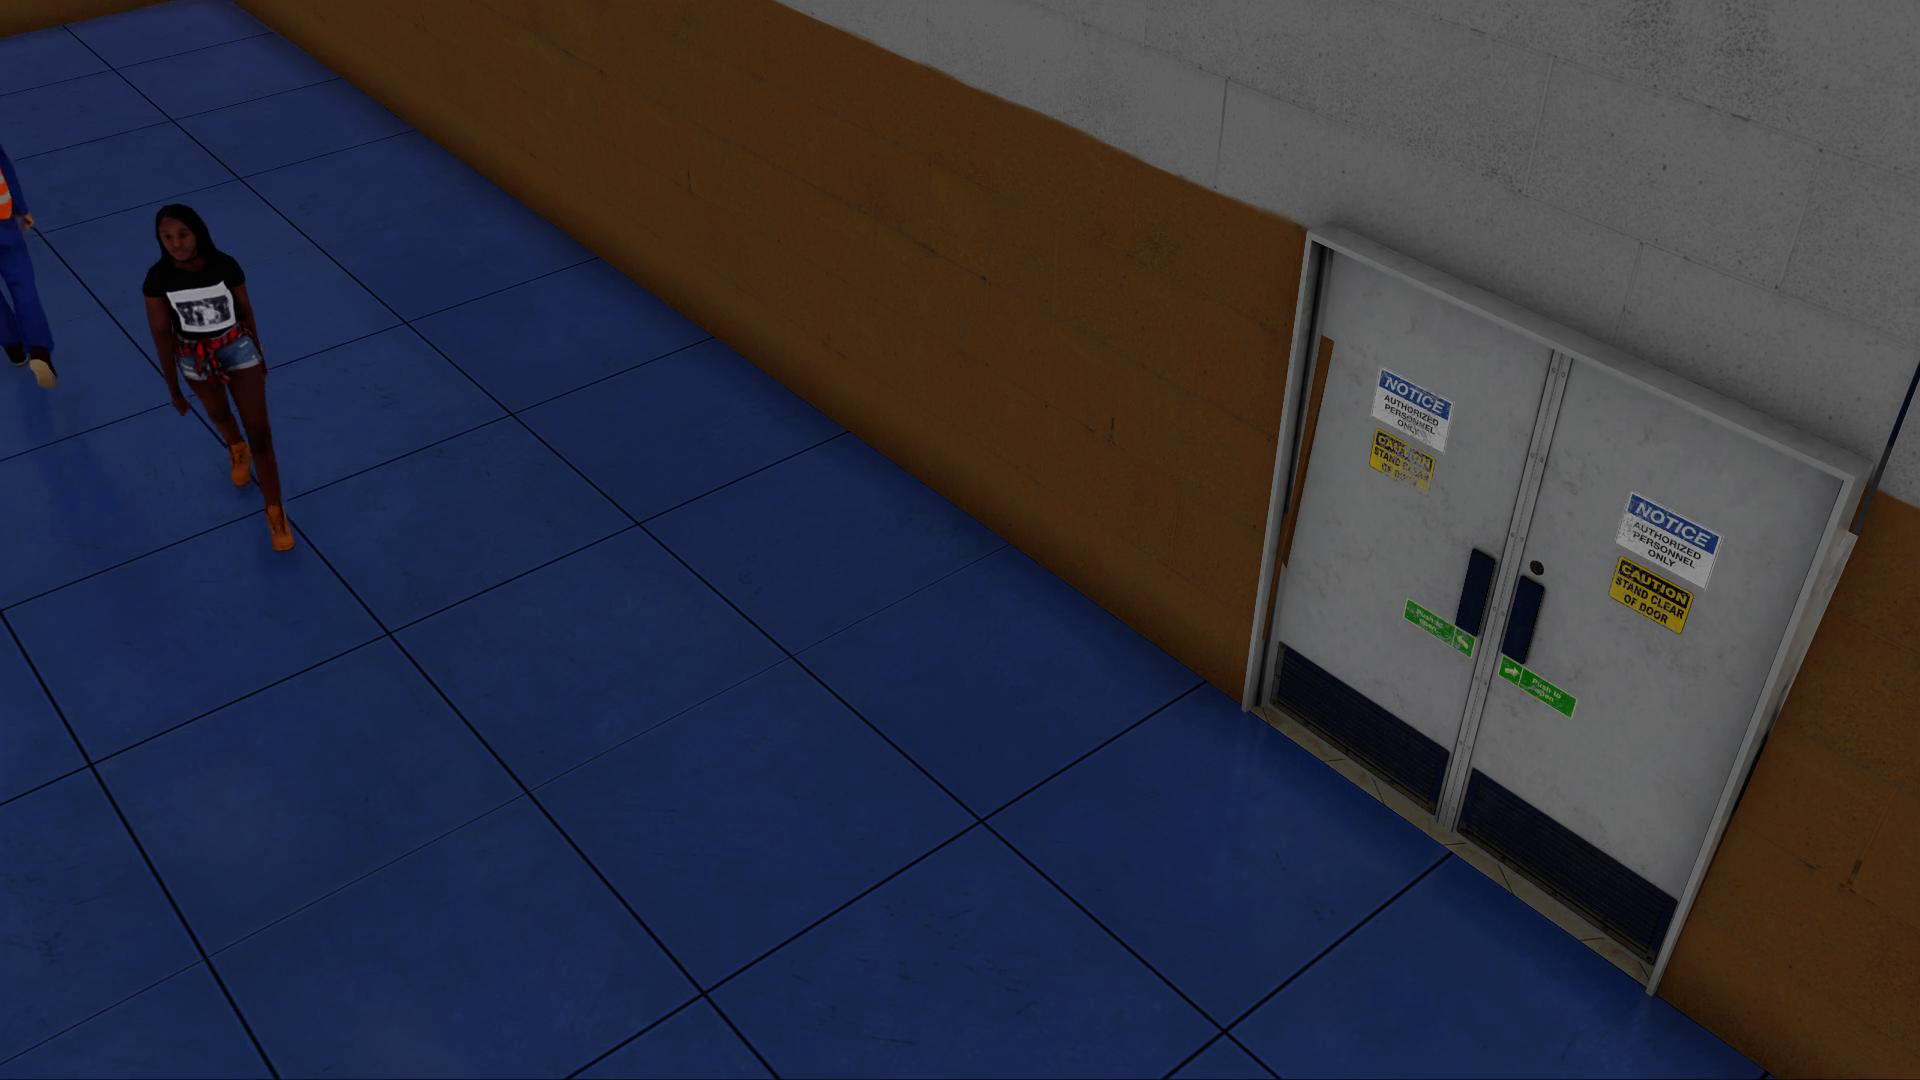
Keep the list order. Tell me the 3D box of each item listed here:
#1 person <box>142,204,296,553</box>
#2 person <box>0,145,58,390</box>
[{"bbox_3d":[-3.572,-0.851,8.010,1.223,1.677,0.947,-13,39,-17],"label":"person"},{"bbox_3d":[-5.269,-1.658,8.950,1.122,1.838,0.874,-20,41,-24],"label":"person"}]
